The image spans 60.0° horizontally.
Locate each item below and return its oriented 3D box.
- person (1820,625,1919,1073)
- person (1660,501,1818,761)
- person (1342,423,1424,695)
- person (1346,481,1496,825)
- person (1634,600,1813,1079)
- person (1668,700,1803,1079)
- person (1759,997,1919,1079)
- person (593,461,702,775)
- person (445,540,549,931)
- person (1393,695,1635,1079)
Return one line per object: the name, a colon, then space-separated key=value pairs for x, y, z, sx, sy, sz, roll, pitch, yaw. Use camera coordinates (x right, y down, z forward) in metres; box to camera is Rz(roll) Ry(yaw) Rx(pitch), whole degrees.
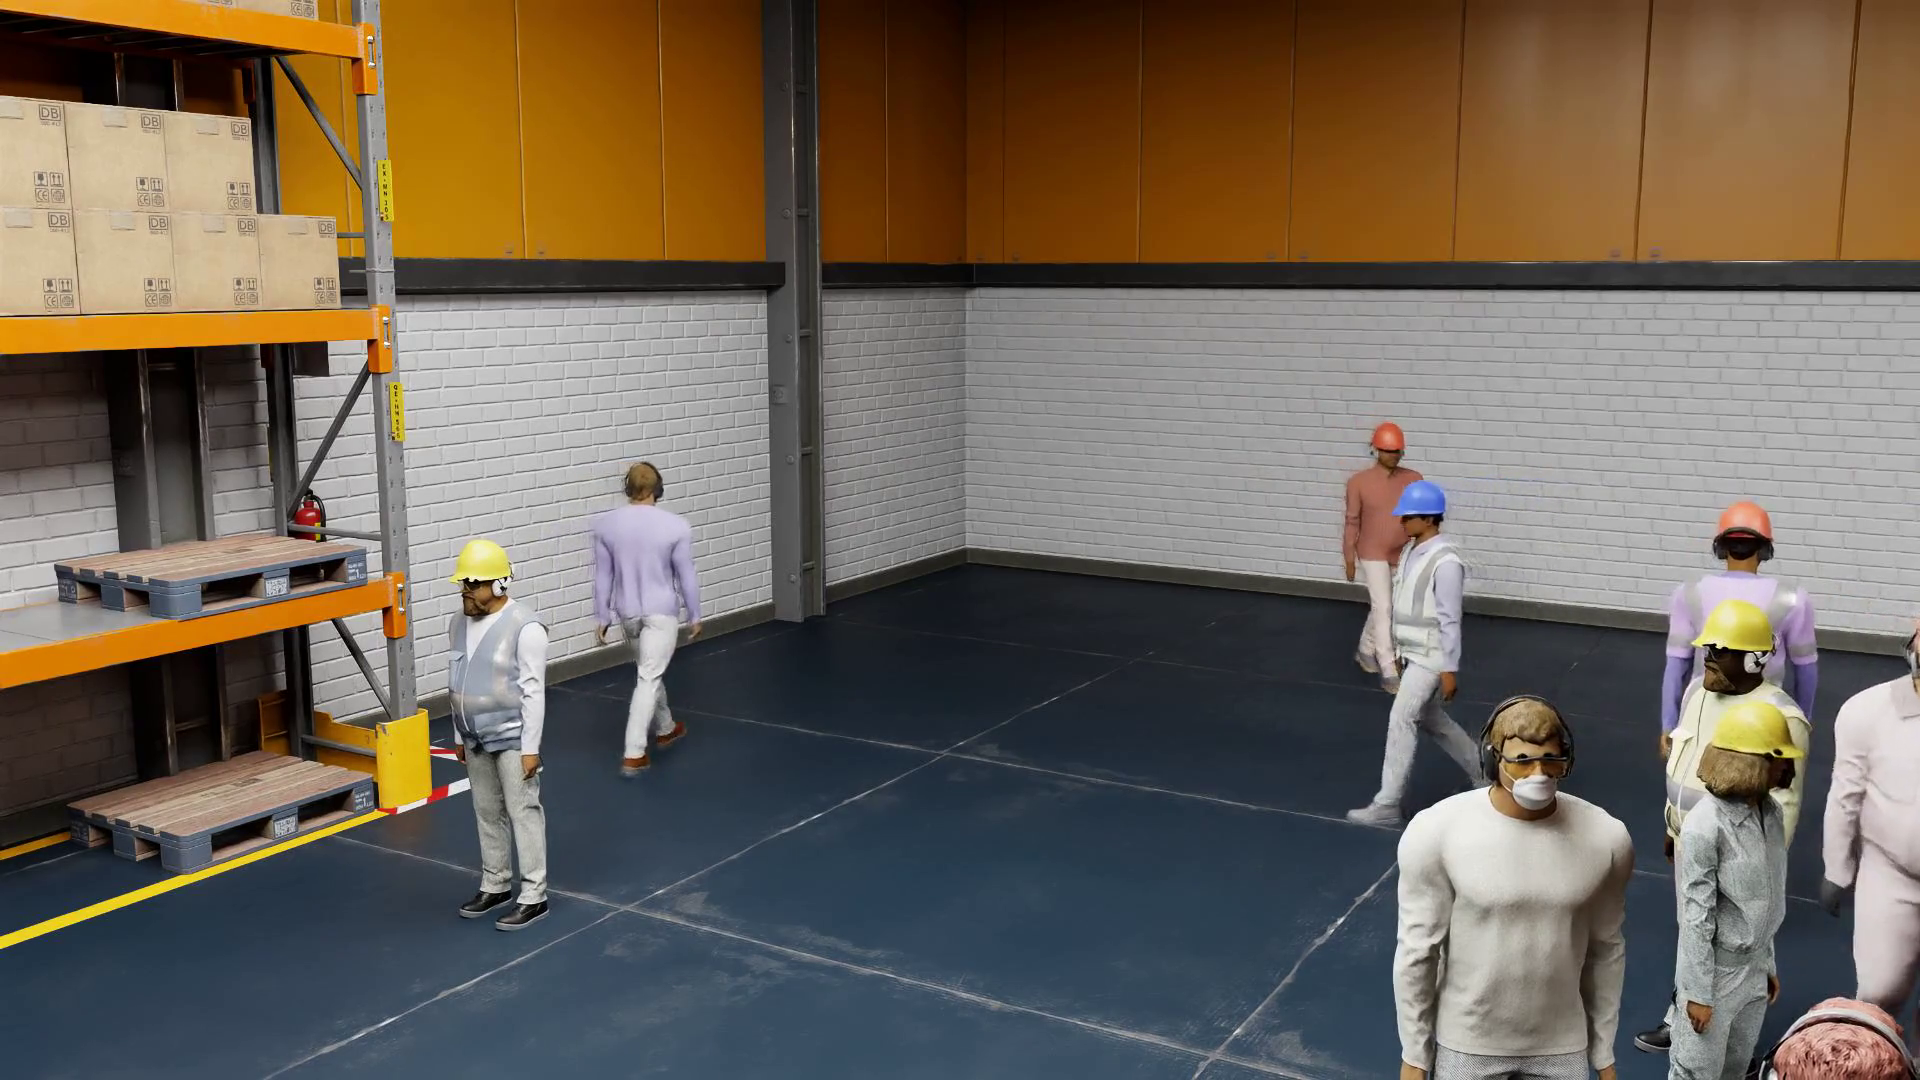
person: x=3.346 y=1.179 z=5.735 sx=0.671 sy=1.884 sz=0.436 roll=3 pitch=10 yaw=19
person: x=3.609 y=0.818 z=7.766 sx=0.611 sy=1.980 sz=1.117 roll=8 pitch=12 yaw=41
person: x=3.146 y=0.100 z=12.312 sx=0.620 sy=1.952 sz=1.014 roll=-2 pitch=9 yaw=-14
person: x=2.627 y=0.617 z=9.176 sx=0.904 sy=1.920 sz=0.624 roll=-1 pitch=9 yaw=-5
person: x=2.855 y=1.125 z=6.245 sx=0.404 sy=1.833 sz=0.587 roll=-3 pitch=9 yaw=-16
person: x=2.392 y=1.345 z=5.149 sx=0.485 sy=1.745 sz=0.292 roll=-7 pitch=12 yaw=-39
person: x=1.370 y=1.664 z=2.696 sx=0.634 sy=1.900 sz=0.402 roll=8 pitch=12 yaw=40
person: x=-1.921 y=0.455 z=10.277 sx=0.645 sy=1.890 sz=1.008 roll=2 pitch=9 yaw=15
person: x=-2.156 y=0.896 z=7.723 sx=0.585 sy=1.824 sz=0.405 roll=6 pitch=11 yaw=31
person: x=1.473 y=1.358 z=4.462 sx=0.630 sy=1.940 sz=0.372 roll=-1 pitch=9 yaw=-3
